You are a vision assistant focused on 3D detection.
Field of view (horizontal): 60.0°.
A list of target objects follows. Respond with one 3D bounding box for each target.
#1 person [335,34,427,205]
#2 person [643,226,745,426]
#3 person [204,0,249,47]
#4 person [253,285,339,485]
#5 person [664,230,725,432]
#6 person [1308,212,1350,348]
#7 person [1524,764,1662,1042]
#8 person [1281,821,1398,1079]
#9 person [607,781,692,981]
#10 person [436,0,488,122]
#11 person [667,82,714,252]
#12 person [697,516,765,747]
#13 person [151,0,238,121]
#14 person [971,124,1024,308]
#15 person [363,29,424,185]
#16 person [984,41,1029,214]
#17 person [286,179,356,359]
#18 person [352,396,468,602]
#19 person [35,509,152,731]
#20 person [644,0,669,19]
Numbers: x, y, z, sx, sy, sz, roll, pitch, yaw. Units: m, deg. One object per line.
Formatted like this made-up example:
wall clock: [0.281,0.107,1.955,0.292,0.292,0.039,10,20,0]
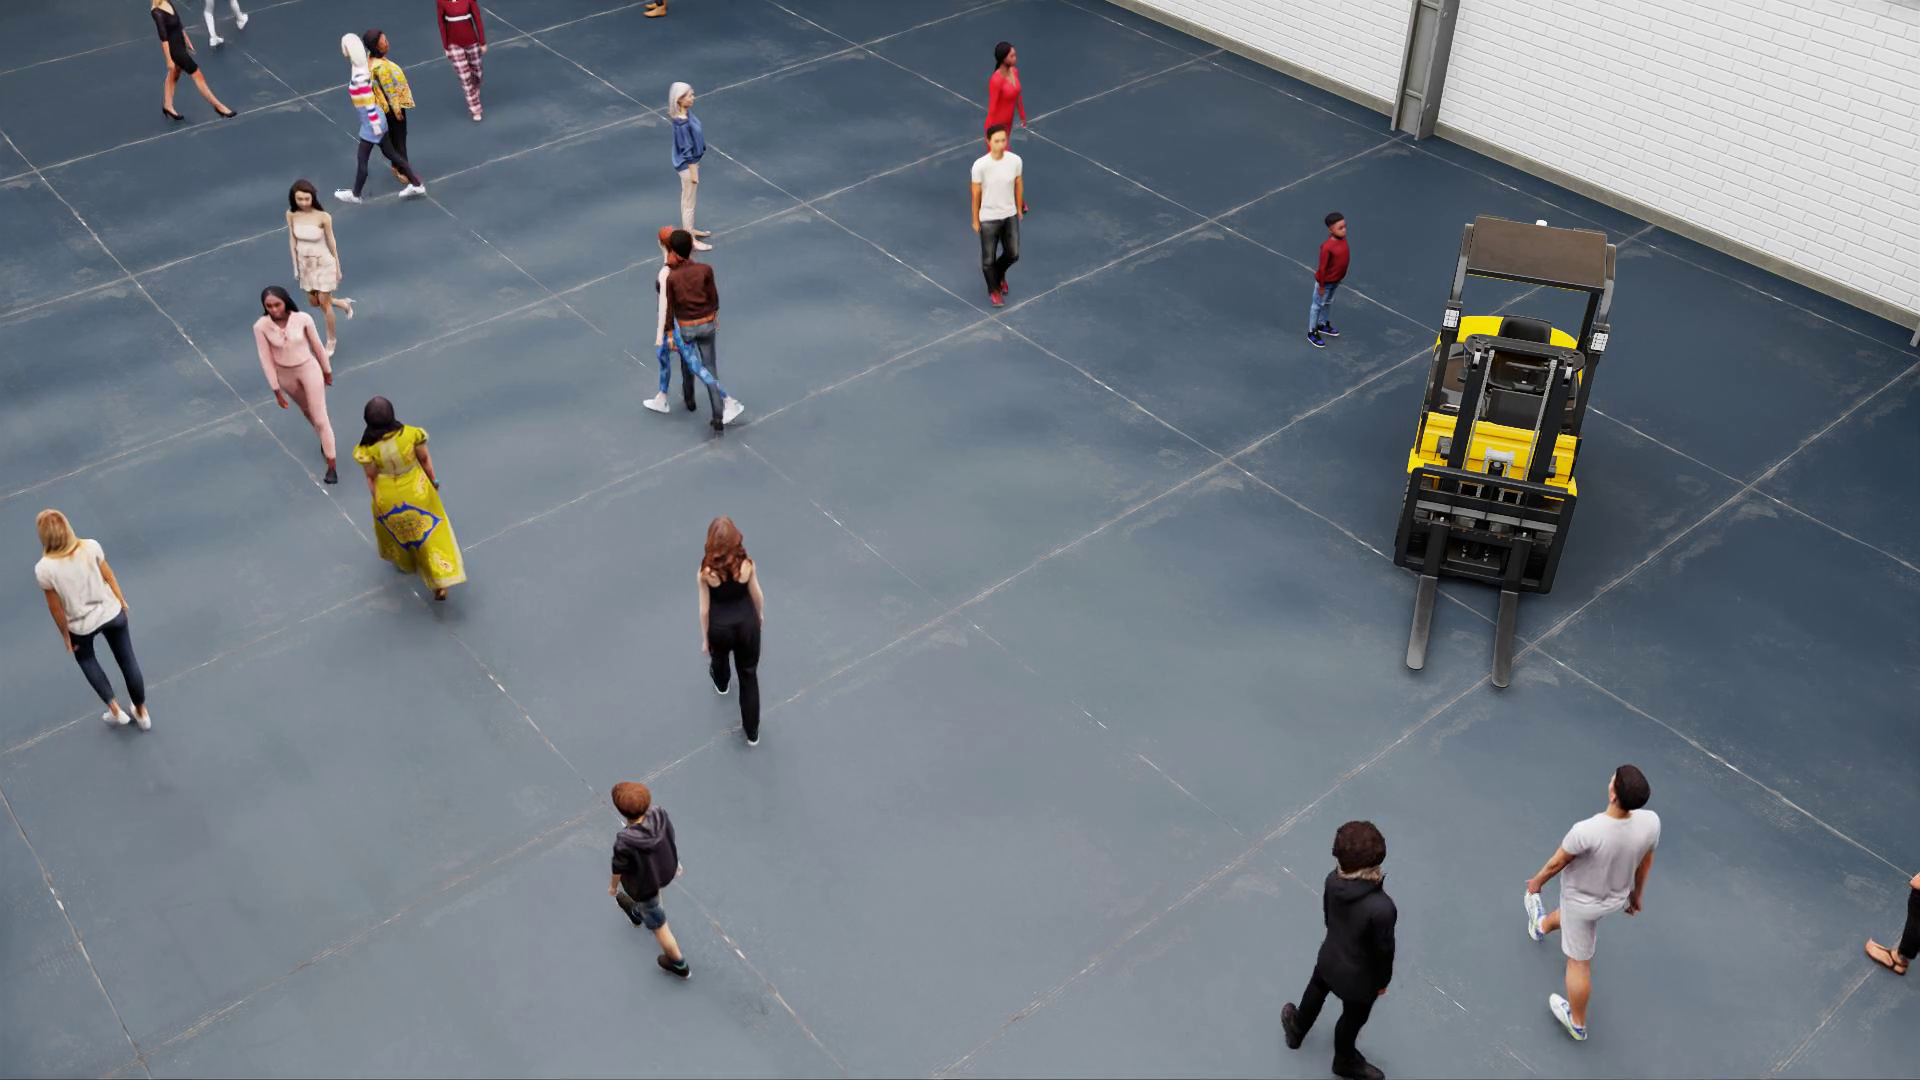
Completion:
person: [-5.915,-4.274,16.994,1.026,1.753,1.167,-11,40,-13]
person: [-2.267,-1.741,13.839,1.268,1.742,1.030,10,40,12]
person: [-9.200,-6.886,20.344,1.063,1.655,1.168,1,39,2]
person: [-5.304,-1.336,13.375,0.954,1.679,1.201,-10,40,-12]
person: [-2.157,-1.697,13.765,0.876,1.756,1.090,-15,41,-18]
person: [3.326,-2.381,15.022,0.524,1.256,0.528,29,47,31]
person: [3.498,2.018,9.072,1.046,1.807,1.288,-8,39,-10]
person: [2.101,2.257,8.818,0.909,1.750,0.606,-9,40,-12]
person: [-1.724,1.961,9.461,0.981,1.411,0.683,26,45,28]
person: [-5.594,-5.603,18.719,0.800,1.679,0.948,-12,40,-15]
person: [-2.673,-3.670,16.288,0.762,1.702,0.658,-7,39,-9]
person: [-1.463,0.642,10.868,0.863,1.716,1.095,-11,40,-14]
person: [-8.796,-5.409,18.518,0.993,1.625,1.052,-5,39,-6]
person: [0.324,-3.047,15.430,0.782,1.798,0.802,-11,40,-13]
person: [-5.965,-4.540,17.404,0.816,1.656,0.730,-21,43,-24]
person: [0.347,-4.208,16.913,0.985,1.761,0.822,19,42,22]
person: [-5.625,-2.439,14.730,0.874,1.712,0.915,9,40,11]
person: [-4.020,-0.273,12.093,0.901,1.627,1.226,-16,41,-19]
person: [-5.613,0.581,10.877,0.605,1.800,0.577,-28,47,-31]
person: [-3.934,-7.536,21.112,0.752,1.711,0.663,-2,39,-2]
